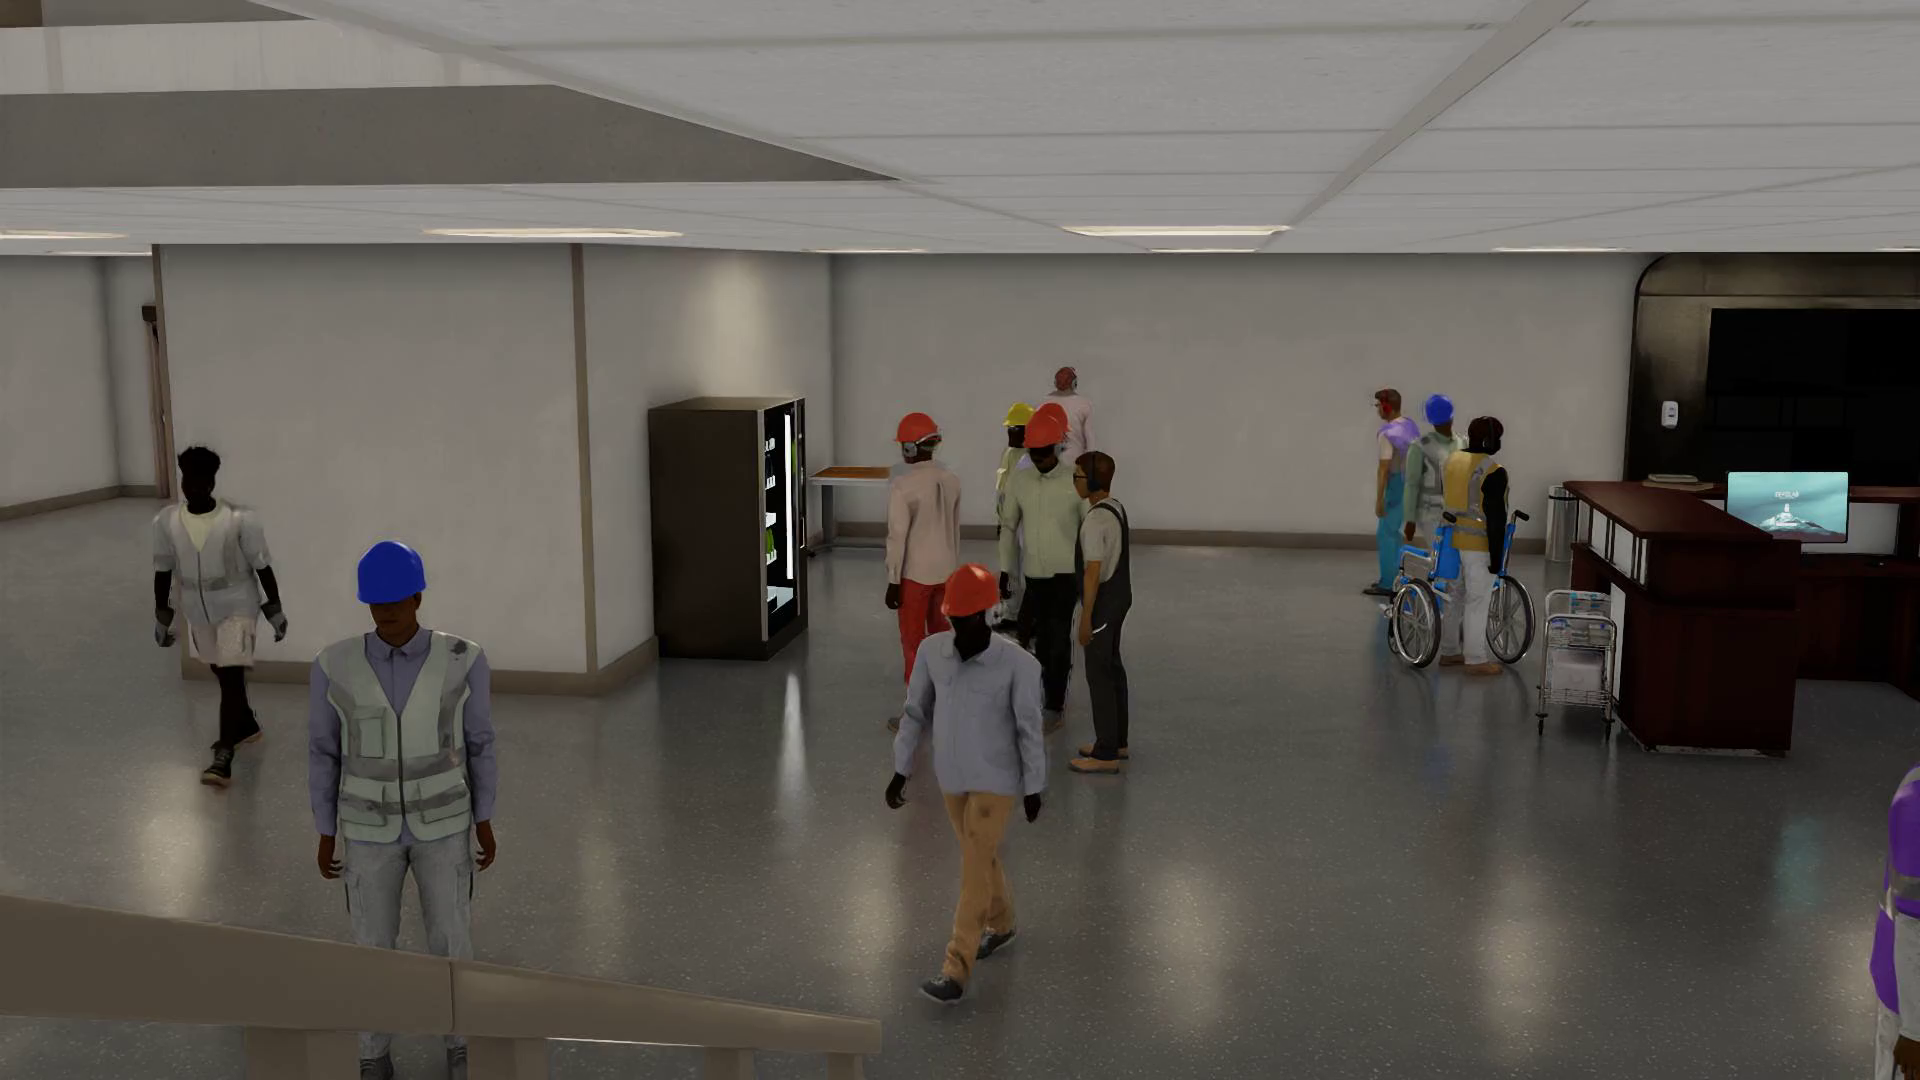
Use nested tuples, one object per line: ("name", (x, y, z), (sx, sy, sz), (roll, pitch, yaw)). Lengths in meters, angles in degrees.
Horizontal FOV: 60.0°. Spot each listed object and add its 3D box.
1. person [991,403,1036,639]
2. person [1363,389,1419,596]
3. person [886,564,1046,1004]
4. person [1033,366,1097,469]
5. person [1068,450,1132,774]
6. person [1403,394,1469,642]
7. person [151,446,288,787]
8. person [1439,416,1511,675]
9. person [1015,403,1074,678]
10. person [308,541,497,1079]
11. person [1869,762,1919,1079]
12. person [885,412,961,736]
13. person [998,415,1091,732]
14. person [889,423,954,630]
("person", (0.476, -0.149, 12.903), (0.404, 1.831, 0.600), (-7, 11, -36))
("person", (3.813, -0.408, 14.522), (0.486, 1.821, 0.615), (7, 12, 38))
("person", (0.009, 0.937, 6.596), (0.583, 1.704, 0.896), (7, 11, 36))
("person", (1.040, -0.760, 16.442), (0.651, 1.906, 0.402), (3, 10, 18))
("person", (0.799, 0.405, 9.483), (0.342, 1.837, 0.503), (3, 10, 18))
("person", (3.792, -0.170, 12.836), (0.594, 1.893, 0.796), (-8, 12, -39))
("person", (-4.215, 0.398, 9.396), (0.682, 1.891, 1.084), (1, 9, 3))
("person", (3.644, 0.040, 11.753), (0.429, 1.835, 0.630), (-3, 10, -21))
("person", (0.607, -0.001, 11.711), (0.378, 1.931, 0.546), (5, 11, 29))
("person", (-1.900, 0.960, 5.702), (0.614, 1.947, 0.389), (-2, 10, -14))
("person", (2.611, 1.187, 4.360), (0.547, 1.930, 0.384), (-9, 13, -43))
("person", (-0.243, 0.207, 10.253), (0.410, 1.986, 0.609), (7, 12, 39))
("person", (0.538, 0.202, 10.358), (0.632, 1.953, 0.862), (5, 10, 27))
("person", (-0.200, 0.056, 11.643), (0.536, 1.827, 0.889), (4, 10, 24))
